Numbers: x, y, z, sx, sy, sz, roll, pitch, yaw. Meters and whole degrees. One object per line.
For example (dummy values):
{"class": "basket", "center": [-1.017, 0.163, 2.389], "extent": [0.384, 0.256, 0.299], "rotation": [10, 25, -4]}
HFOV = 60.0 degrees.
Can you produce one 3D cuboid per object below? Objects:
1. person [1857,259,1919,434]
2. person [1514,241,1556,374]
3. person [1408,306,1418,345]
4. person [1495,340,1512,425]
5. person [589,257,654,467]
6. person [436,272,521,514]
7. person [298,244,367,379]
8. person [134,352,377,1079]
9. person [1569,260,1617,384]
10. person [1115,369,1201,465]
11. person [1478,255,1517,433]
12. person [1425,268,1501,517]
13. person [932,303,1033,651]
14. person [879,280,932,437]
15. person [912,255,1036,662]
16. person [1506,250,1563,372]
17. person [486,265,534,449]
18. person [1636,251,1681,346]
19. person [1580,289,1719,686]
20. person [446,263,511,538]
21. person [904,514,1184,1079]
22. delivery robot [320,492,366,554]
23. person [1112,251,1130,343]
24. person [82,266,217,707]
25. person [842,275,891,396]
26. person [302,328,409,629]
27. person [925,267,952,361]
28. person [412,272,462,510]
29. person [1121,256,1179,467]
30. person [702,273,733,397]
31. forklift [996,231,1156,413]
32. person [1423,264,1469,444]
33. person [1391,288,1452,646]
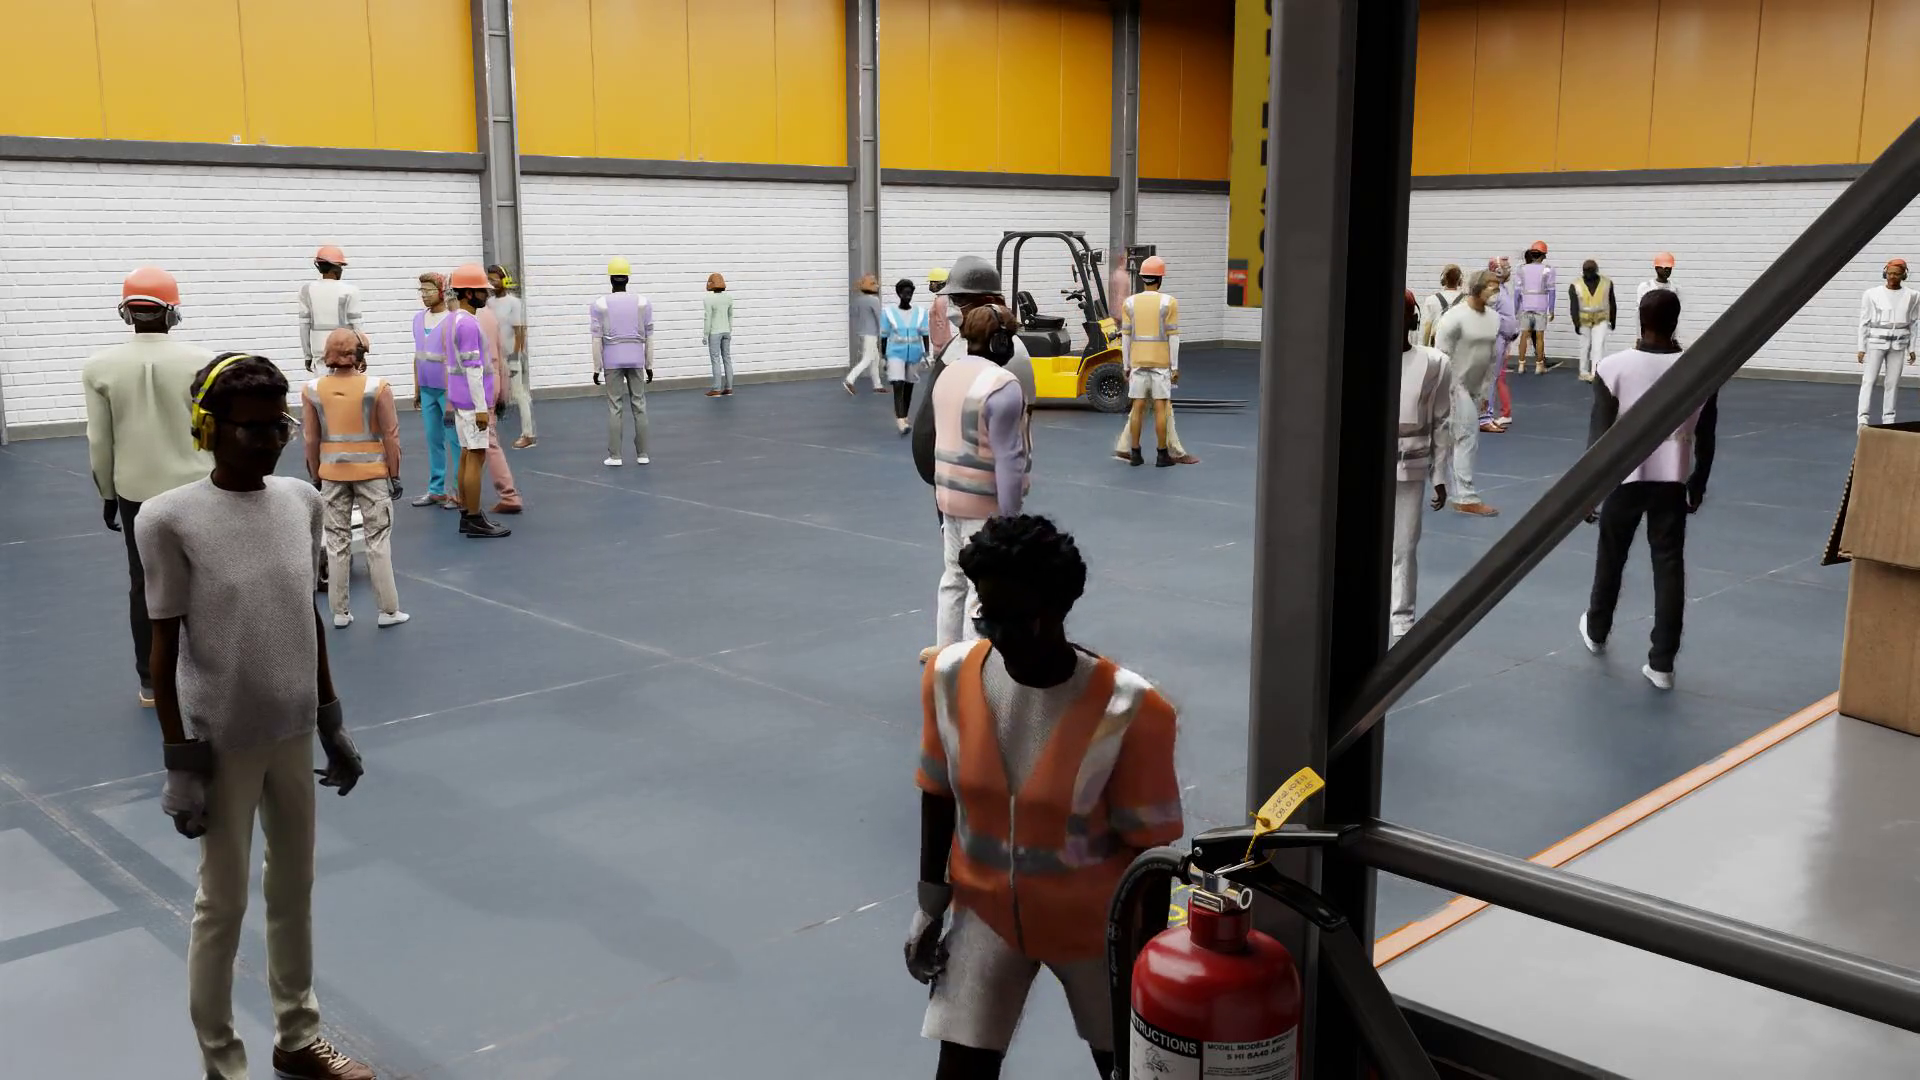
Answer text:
{"class": "person", "center": [9.903, -2.053, 17.765], "extent": [0.578, 1.883, 0.349], "rotation": [2, 11, 12]}
{"class": "person", "center": [8.874, -3.583, 25.677], "extent": [0.614, 2.040, 0.390], "rotation": [7, 12, 32]}
{"class": "person", "center": [4.848, -2.082, 18.591], "extent": [0.519, 1.640, 0.307], "rotation": [3, 11, 15]}
{"class": "person", "center": [6.050, -2.186, 18.896], "extent": [0.397, 1.733, 0.558], "rotation": [-2, 11, -11]}
{"class": "person", "center": [-3.119, -1.636, 15.376], "extent": [0.586, 1.928, 0.365], "rotation": [-5, 11, -24]}
{"class": "person", "center": [-3.736, -1.117, 12.769], "extent": [0.691, 1.893, 0.685], "rotation": [2, 11, 11]}
{"class": "person", "center": [-6.021, -1.813, 16.028], "extent": [0.612, 2.039, 0.391], "rotation": [0, 10, 2]}
{"class": "person", "center": [-1.669, 0.485, 3.983], "extent": [0.328, 1.865, 0.518], "rotation": [6, 12, 28]}
{"class": "person", "center": [9.148, -3.150, 24.067], "extent": [0.673, 1.790, 0.824], "rotation": [4, 11, 20]}
{"class": "person", "center": [1.837, -1.492, 15.538], "extent": [0.822, 1.594, 0.512], "rotation": [2, 11, 10]}
{"class": "person", "center": [5.834, -2.130, 18.111], "extent": [0.409, 1.913, 0.651], "rotation": [5, 11, 24]}
{"class": "person", "center": [3.811, -1.155, 12.879], "extent": [0.663, 1.896, 0.881], "rotation": [-8, 13, -38]}
{"class": "person", "center": [0.102, -0.144, 7.525], "extent": [0.431, 1.835, 0.634], "rotation": [-5, 12, -26]}
{"class": "person", "center": [-0.557, -1.919, 17.632], "extent": [0.540, 1.652, 0.858], "rotation": [-3, 11, -17]}
{"class": "person", "center": [0.036, -0.347, 8.035], "extent": [0.536, 2.000, 0.676], "rotation": [-5, 12, -26]}
{"class": "person", "center": [8.865, -3.557, 25.892], "extent": [1.015, 1.910, 0.611], "rotation": [7, 13, 34]}
{"class": "person", "center": [-4.560, -1.784, 16.419], "extent": [0.546, 1.831, 0.885], "rotation": [7, 12, 32]}
{"class": "person", "center": [8.336, -2.464, 19.859], "extent": [0.543, 1.939, 0.371], "rotation": [-1, 10, -7]}
{"class": "person", "center": [3.363, -0.285, 8.174], "extent": [0.647, 1.863, 0.975], "rotation": [2, 11, 8]}
{"class": "person", "center": [-3.433, -0.982, 11.781], "extent": [0.354, 1.939, 0.545], "rotation": [-5, 12, -26]}
{"class": "person", "center": [0.146, 0.748, 3.161], "extent": [0.548, 1.626, 0.852], "rotation": [5, 11, 23]}
{"class": "delivery robot", "center": [-3.904, -0.050, 10.216], "extent": [0.477, 0.478, 0.707], "rotation": [5, 11, 24]}
{"class": "person", "center": [2.489, -3.585, 26.141], "extent": [0.770, 1.884, 0.660], "rotation": [0, 10, 1]}
{"class": "person", "center": [-3.591, -0.234, 7.542], "extent": [0.609, 1.995, 0.376], "rotation": [-3, 11, -17]}
{"class": "person", "center": [-1.260, -2.735, 22.231], "extent": [0.777, 1.604, 0.500], "rotation": [-6, 12, -30]}
{"class": "person", "center": [-3.280, -0.326, 9.018], "extent": [0.514, 1.640, 0.310], "rotation": [0, 10, -1]}
{"class": "person", "center": [-0.239, -2.216, 18.979], "extent": [0.313, 1.769, 0.525], "rotation": [0, 10, 2]}
{"class": "person", "center": [-4.052, -1.166, 13.034], "extent": [0.566, 1.847, 0.389], "rotation": [6, 12, 28]}
{"class": "person", "center": [1.763, -1.639, 15.361], "extent": [0.543, 1.939, 0.360], "rotation": [4, 11, 22]}
{"class": "person", "center": [-3.218, -2.721, 22.093], "extent": [0.280, 1.633, 0.500], "rotation": [8, 13, 37]}
{"class": "forklift", "center": [1.222, -2.721, 20.561], "extent": [2.313, 2.155, 1.214], "rotation": [2, 11, 13]}
{"class": "person", "center": [4.944, -1.864, 16.842], "extent": [0.514, 1.843, 0.333], "rotation": [3, 11, 17]}
{"class": "person", "center": [2.151, -0.328, 8.357], "extent": [0.585, 1.882, 0.337], "rotation": [2, 11, 12]}
